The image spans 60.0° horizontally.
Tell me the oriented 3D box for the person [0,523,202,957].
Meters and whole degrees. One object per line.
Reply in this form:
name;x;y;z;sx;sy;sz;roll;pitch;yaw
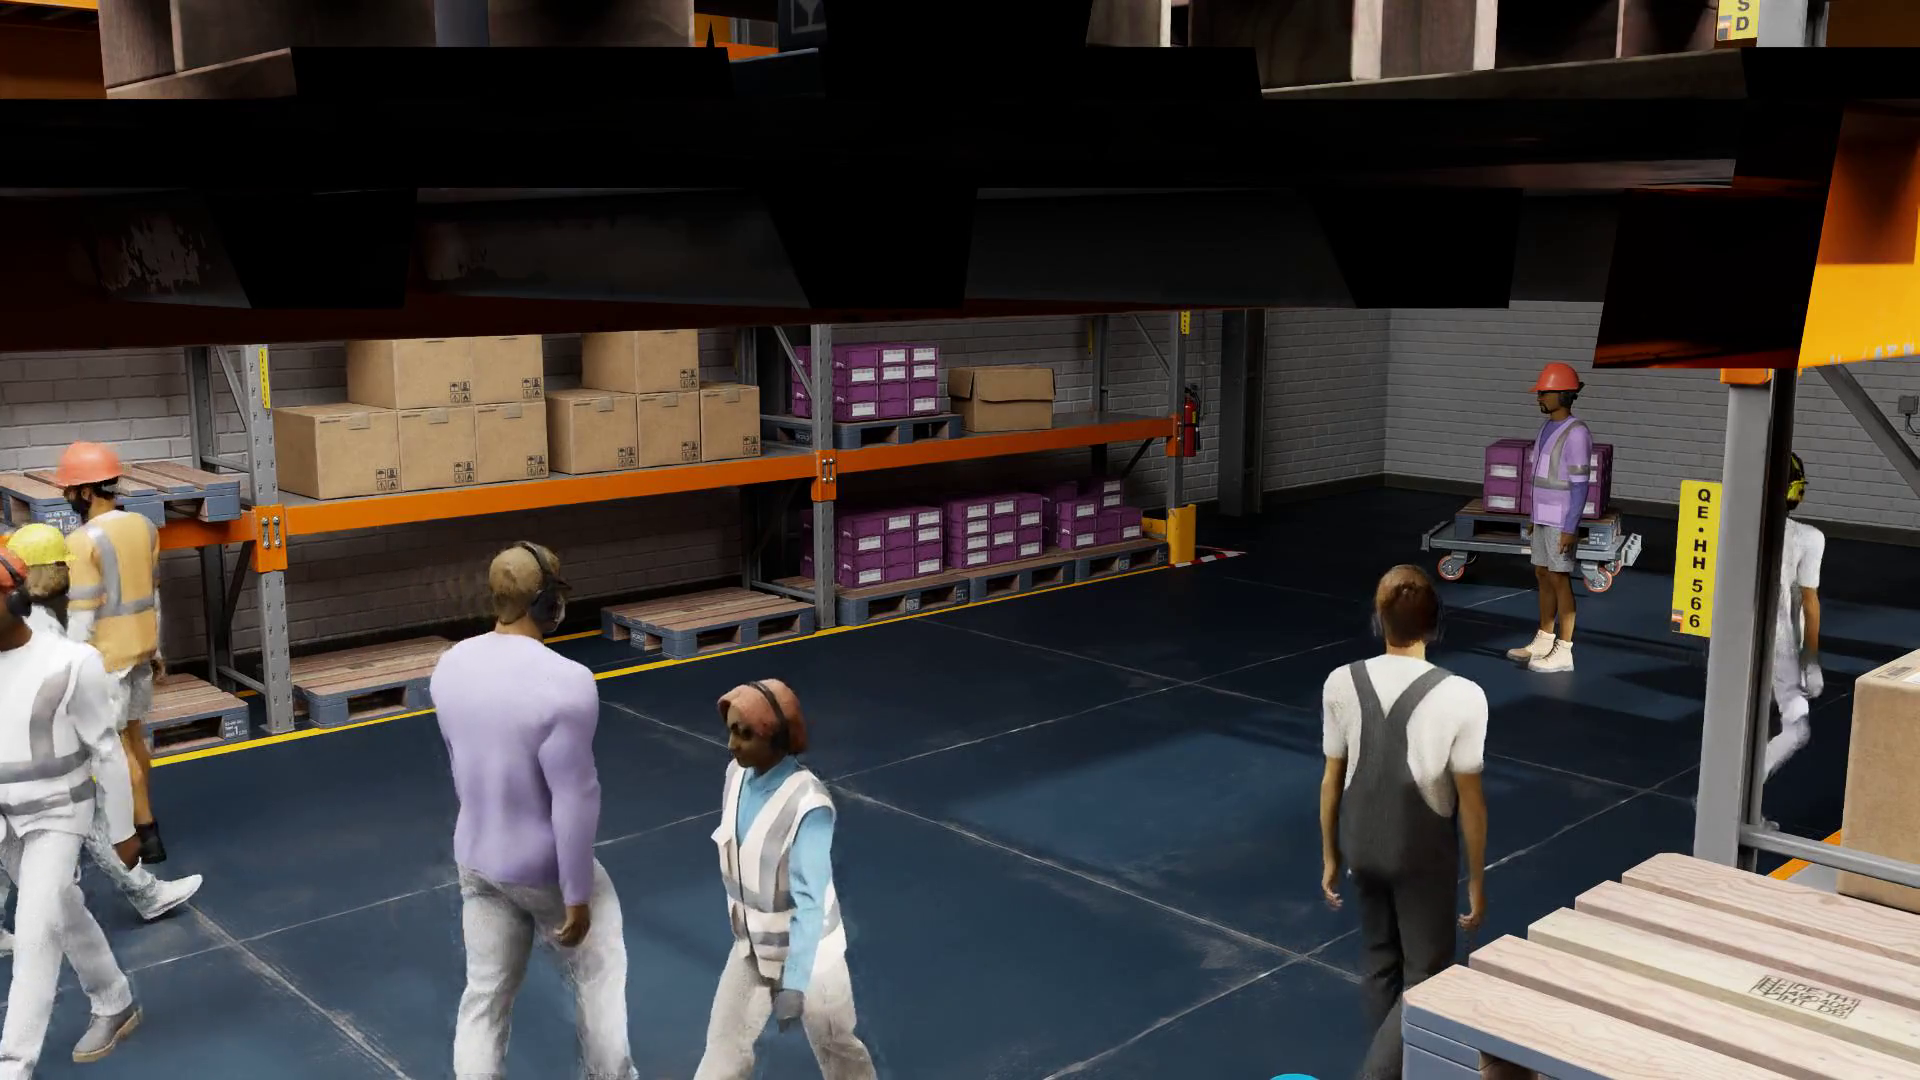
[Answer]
person;-3.560;0.773;6.594;0.506;1.696;0.888;8;13;40

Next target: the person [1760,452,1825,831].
person;3.696;0.519;7.649;0.504;1.854;0.538;-6;11;-30

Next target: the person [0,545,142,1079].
person;-3.011;0.924;5.336;0.566;1.822;1.030;2;10;10

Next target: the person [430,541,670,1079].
person;-1.214;0.941;4.989;0.647;1.907;0.864;6;11;30

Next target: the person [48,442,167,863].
person;-3.846;0.519;7.548;0.567;1.922;0.582;1;10;8

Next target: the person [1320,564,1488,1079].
person;1.309;0.981;5.021;0.521;1.825;0.784;8;12;38

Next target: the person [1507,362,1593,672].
person;3.909;-0.149;11.002;0.372;2.042;0.615;-1;10;-5

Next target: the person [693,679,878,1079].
person;-0.538;1.161;4.657;0.884;1.577;0.526;-8;12;-38
